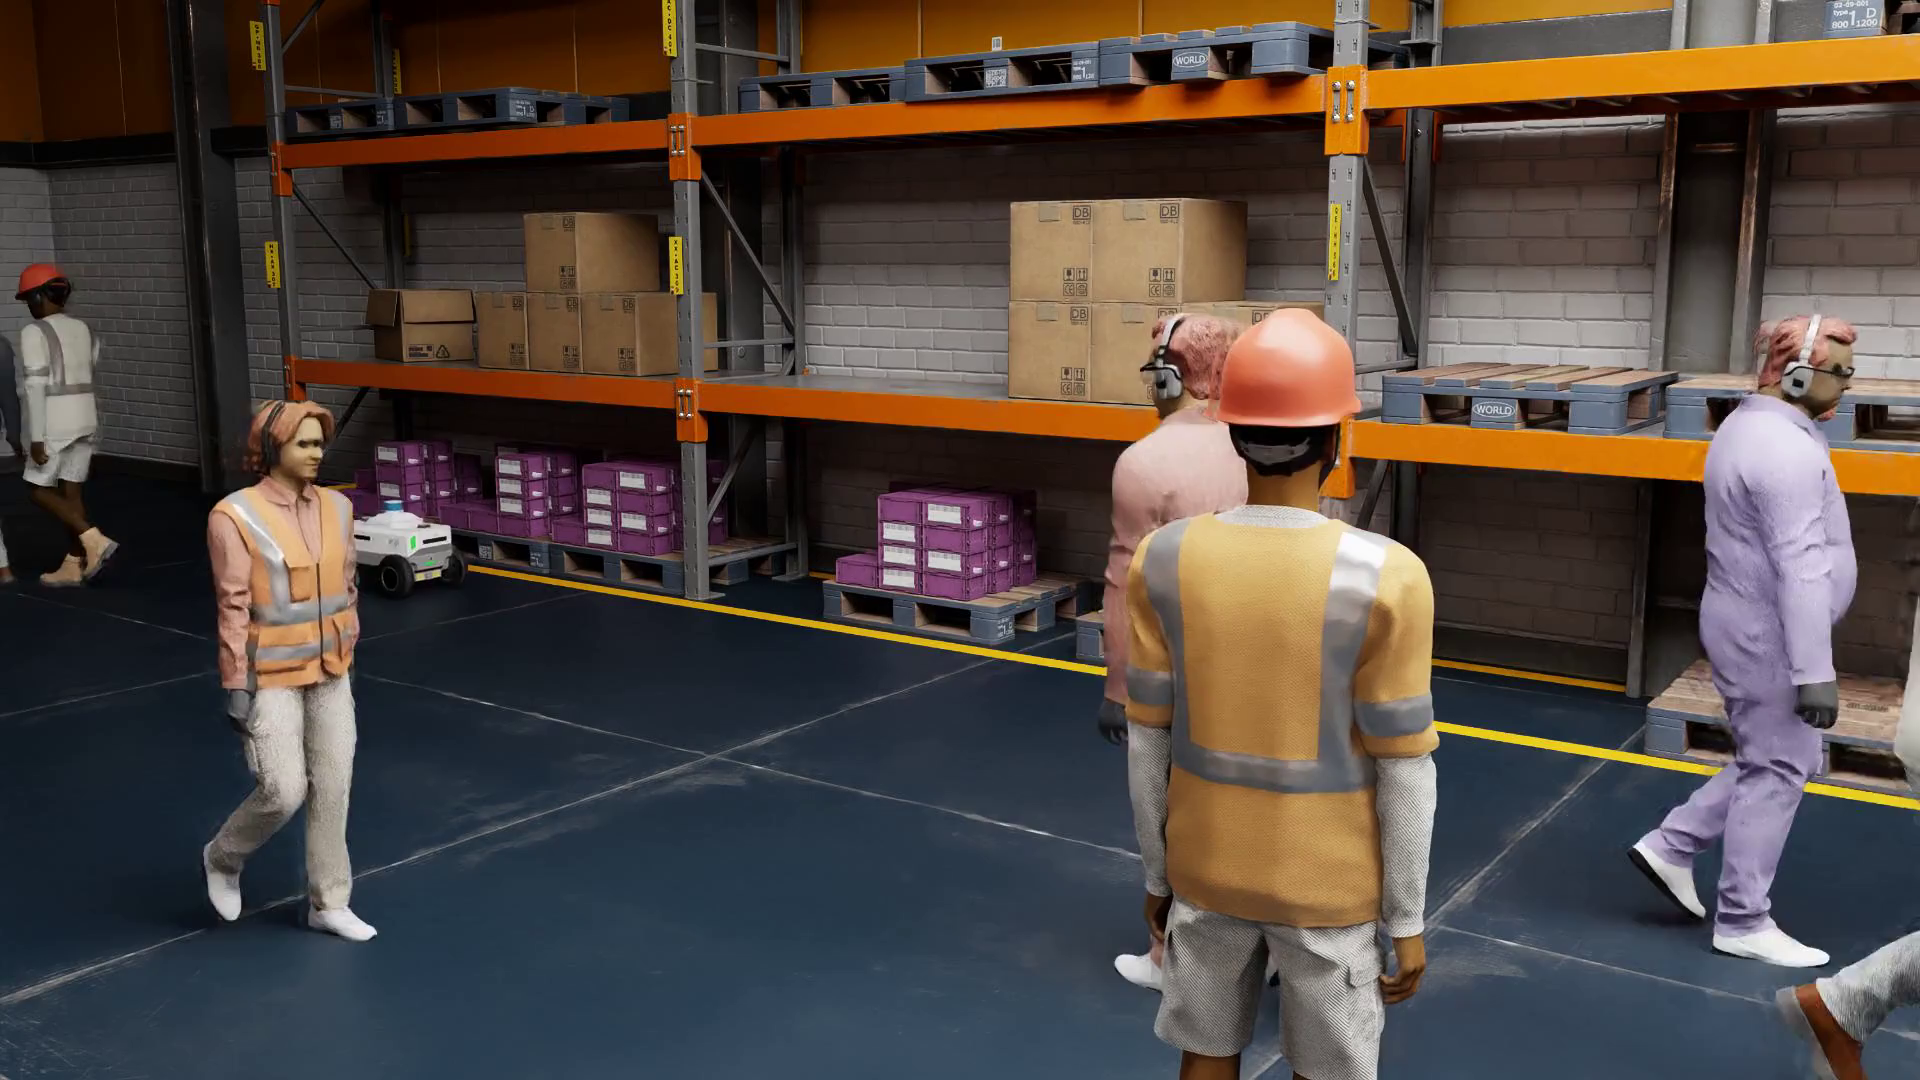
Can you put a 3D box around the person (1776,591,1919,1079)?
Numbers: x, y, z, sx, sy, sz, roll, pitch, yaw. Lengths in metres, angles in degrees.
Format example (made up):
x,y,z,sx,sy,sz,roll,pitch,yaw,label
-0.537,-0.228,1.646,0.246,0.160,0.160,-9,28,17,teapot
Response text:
x,y,z,sx,sy,sz,roll,pitch,yaw,label
2.155,0.487,3.516,0.640,1.914,0.651,9,13,44,person

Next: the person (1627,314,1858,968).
x,y,z,sx,sy,sz,roll,pitch,yaw,label
2.306,0.296,4.768,0.460,1.880,0.645,3,10,17,person

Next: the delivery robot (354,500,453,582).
x,y,z,sx,sy,sz,roll,pitch,yaw,label
-3.452,0.000,10.177,0.707,0.478,0.477,6,11,32,delivery robot

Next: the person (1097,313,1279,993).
x,y,z,sx,sy,sz,roll,pitch,yaw,label
0.653,0.346,4.436,0.637,1.889,0.515,-7,12,-38,person

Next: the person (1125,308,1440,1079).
x,y,z,sx,sy,sz,roll,pitch,yaw,label
0.553,0.576,2.901,0.545,1.943,0.348,6,11,30,person

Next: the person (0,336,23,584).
x,y,z,sx,sy,sz,roll,pitch,yaw,label
-6.276,-0.664,10.468,1.014,1.889,0.648,6,11,32,person

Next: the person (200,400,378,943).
x,y,z,sx,sy,sz,roll,pitch,yaw,label
-1.998,0.395,4.902,0.459,1.622,0.532,5,11,26,person

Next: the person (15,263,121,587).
x,y,z,sx,sy,sz,roll,pitch,yaw,label
-5.487,-0.686,10.239,0.628,2.009,0.647,2,10,11,person
